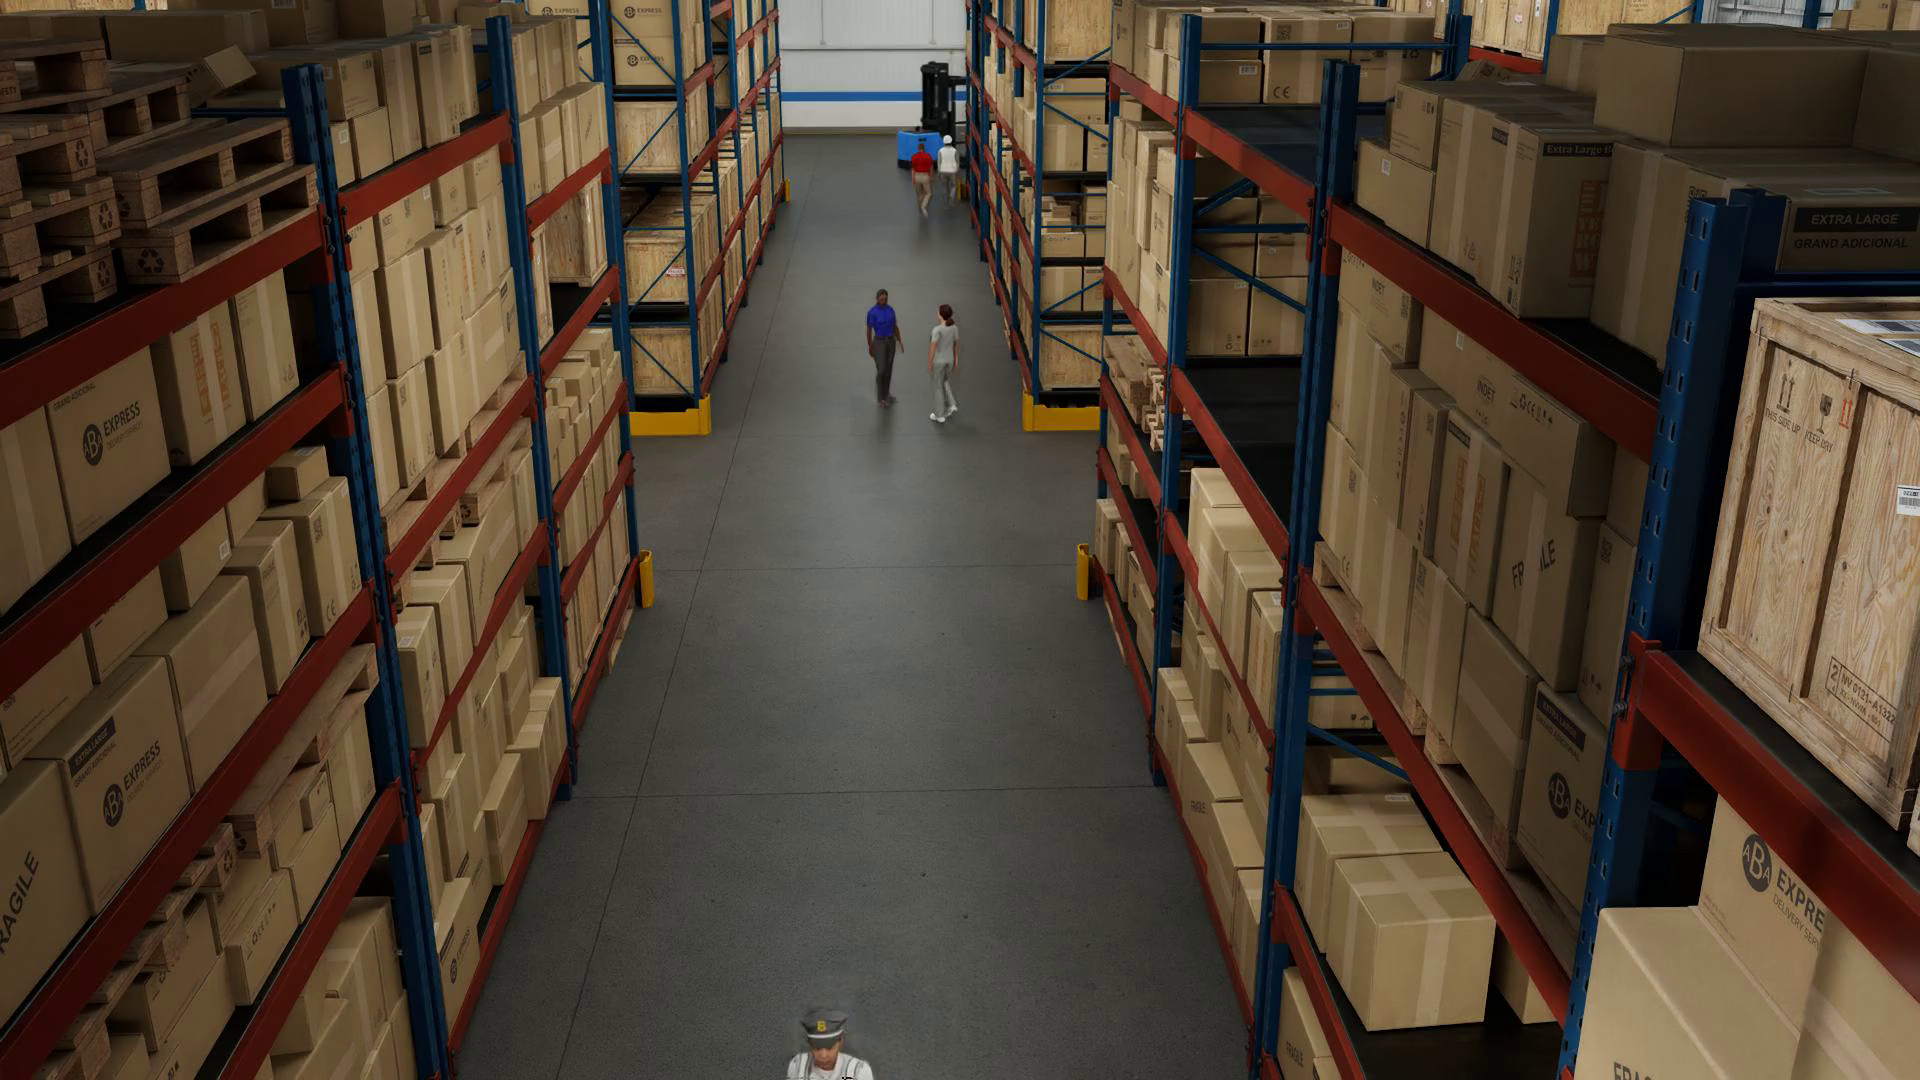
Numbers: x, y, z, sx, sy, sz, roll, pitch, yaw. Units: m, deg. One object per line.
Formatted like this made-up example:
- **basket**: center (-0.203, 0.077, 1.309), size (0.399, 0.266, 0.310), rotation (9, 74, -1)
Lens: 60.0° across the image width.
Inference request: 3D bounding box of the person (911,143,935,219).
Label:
- **person**: center (-0.887, -8.534, 39.399), size (0.552, 1.716, 0.843), rotation (5, 21, 13)

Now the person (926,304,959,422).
- **person**: center (-0.262, -2.468, 23.216), size (0.455, 1.671, 0.453), rotation (-16, 26, -37)

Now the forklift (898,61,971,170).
- **forklift**: center (-0.251, -12.006, 47.009), size (3.031, 2.941, 1.121), rotation (-13, 24, -31)

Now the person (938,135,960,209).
- **person**: center (-0.272, -8.923, 40.358), size (0.539, 1.767, 0.562), rotation (1, 20, 3)

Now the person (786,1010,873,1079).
- **person**: center (-0.668, 3.088, 8.271), size (0.487, 1.675, 0.759), rotation (6, 21, 15)

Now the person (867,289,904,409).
- **person**: center (-1.062, -2.794, 24.107), size (0.465, 1.679, 0.490), rotation (-15, 25, -35)
